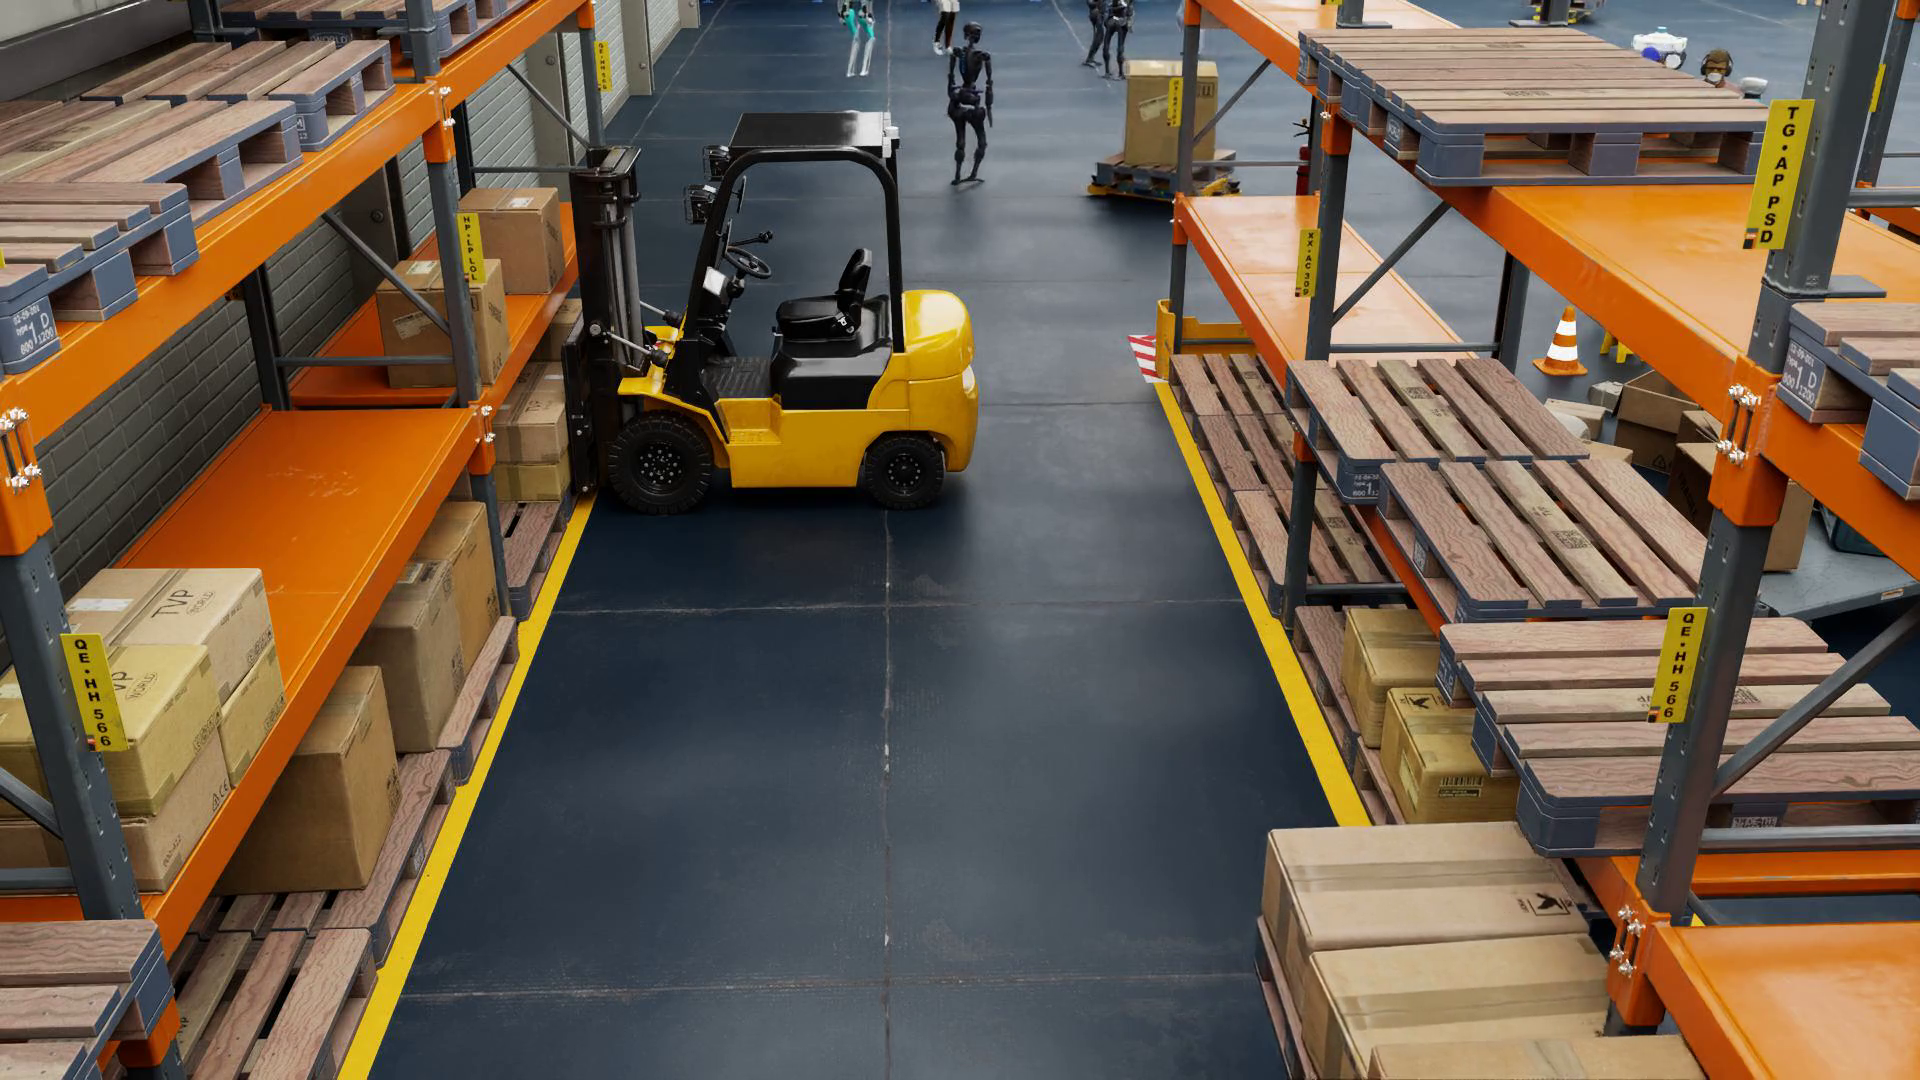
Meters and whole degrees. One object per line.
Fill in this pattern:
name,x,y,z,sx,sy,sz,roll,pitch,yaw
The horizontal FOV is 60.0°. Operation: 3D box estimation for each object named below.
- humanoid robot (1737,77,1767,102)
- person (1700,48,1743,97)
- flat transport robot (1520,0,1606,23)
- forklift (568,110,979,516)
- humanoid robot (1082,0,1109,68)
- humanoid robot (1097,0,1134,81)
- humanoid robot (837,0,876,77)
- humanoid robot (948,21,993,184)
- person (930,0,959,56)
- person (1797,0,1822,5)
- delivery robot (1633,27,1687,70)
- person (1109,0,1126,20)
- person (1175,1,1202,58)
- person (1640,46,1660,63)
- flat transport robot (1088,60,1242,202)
humanoid robot,6.590,-2.890,13.660,0.730,1.746,0.534,9,27,19
person,6.267,-3.185,14.112,0.622,1.931,0.374,12,28,23
flat transport robot,10.267,-8.999,28.360,0.659,0.231,1.431,14,29,28
forklift,-1.043,-1.379,9.976,2.313,2.155,1.214,-1,25,-2
humanoid robot,1.961,-7.612,23.781,0.396,1.638,0.590,2,25,4
humanoid robot,2.156,-7.170,22.832,0.600,1.656,0.333,23,34,40
humanoid robot,-1.388,-7.335,23.099,0.539,1.783,0.696,9,27,18
humanoid robot,0.080,-4.528,17.250,0.588,1.648,0.349,17,30,31
person,-0.199,-8.118,24.600,0.588,1.881,0.412,-21,32,-37
person,15.416,-10.567,29.782,0.543,1.891,0.384,6,26,12
delivery robot,10.072,-7.053,23.926,0.816,0.613,0.499,11,28,22
person,2.635,-9.413,27.510,0.561,1.737,0.609,-21,32,-37
person,3.444,-8.018,24.462,0.477,1.829,0.561,-5,26,-11
person,6.521,-3.820,15.756,0.550,1.650,0.916,21,33,38
flat transport robot,2.082,-3.589,16.905,1.431,0.231,0.659,15,29,28
